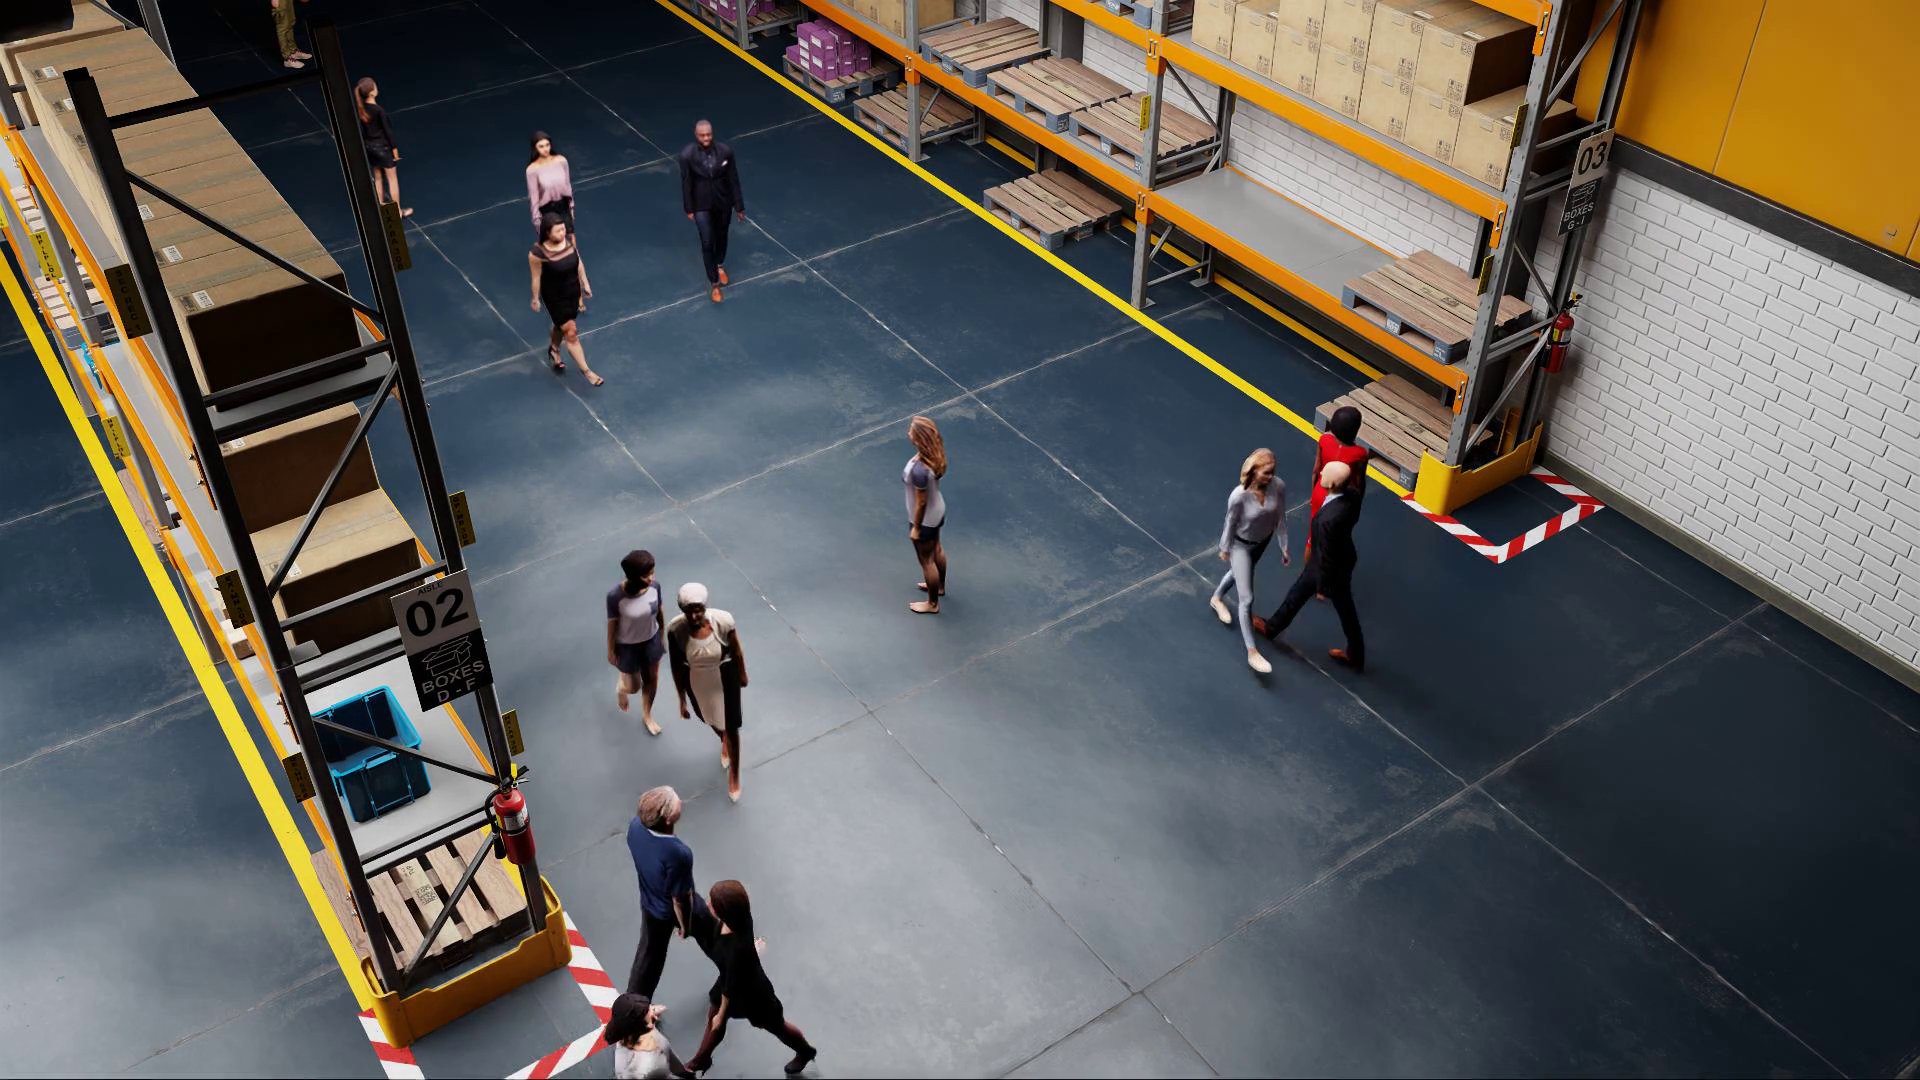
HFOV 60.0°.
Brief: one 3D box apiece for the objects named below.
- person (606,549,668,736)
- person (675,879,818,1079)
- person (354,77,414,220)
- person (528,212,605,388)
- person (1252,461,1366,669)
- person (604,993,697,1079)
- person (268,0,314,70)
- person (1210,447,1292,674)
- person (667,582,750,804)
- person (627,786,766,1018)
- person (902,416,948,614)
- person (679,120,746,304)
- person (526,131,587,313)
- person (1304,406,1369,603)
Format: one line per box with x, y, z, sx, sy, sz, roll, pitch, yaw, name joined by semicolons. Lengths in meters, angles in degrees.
-2.274;0.662;11.589;0.602;1.540;0.664;-20;43;-23;person
-1.095;2.489;9.206;0.953;1.659;1.090;-7;39;-8;person
-6.151;-4.148;17.603;0.600;1.551;0.684;16;41;19;person
-3.681;-2.215;15.088;1.136;1.669;0.888;25;45;28;person
2.734;0.219;11.972;1.284;1.755;0.953;26;45;28;person
-1.714;2.938;8.582;0.925;1.736;1.054;-7;39;-9;person
-8.514;-6.841;20.768;0.811;1.809;0.728;3;39;3;person
2.095;0.017;12.240;0.742;1.735;1.218;-15;41;-18;person
-1.663;0.888;11.158;0.869;1.724;0.960;-2;39;-2;person
-1.729;2.139;9.518;1.191;1.817;0.914;30;47;32;person
-0.244;-0.191;12.505;0.724;1.730;0.685;10;40;13;person
-2.446;-3.318;16.374;0.890;1.788;1.099;-13;40;-16;person
-3.988;-3.141;16.170;0.652;1.767;1.084;-23;44;-26;person
2.827;-0.268;12.591;0.532;1.743;0.676;27;46;29;person
